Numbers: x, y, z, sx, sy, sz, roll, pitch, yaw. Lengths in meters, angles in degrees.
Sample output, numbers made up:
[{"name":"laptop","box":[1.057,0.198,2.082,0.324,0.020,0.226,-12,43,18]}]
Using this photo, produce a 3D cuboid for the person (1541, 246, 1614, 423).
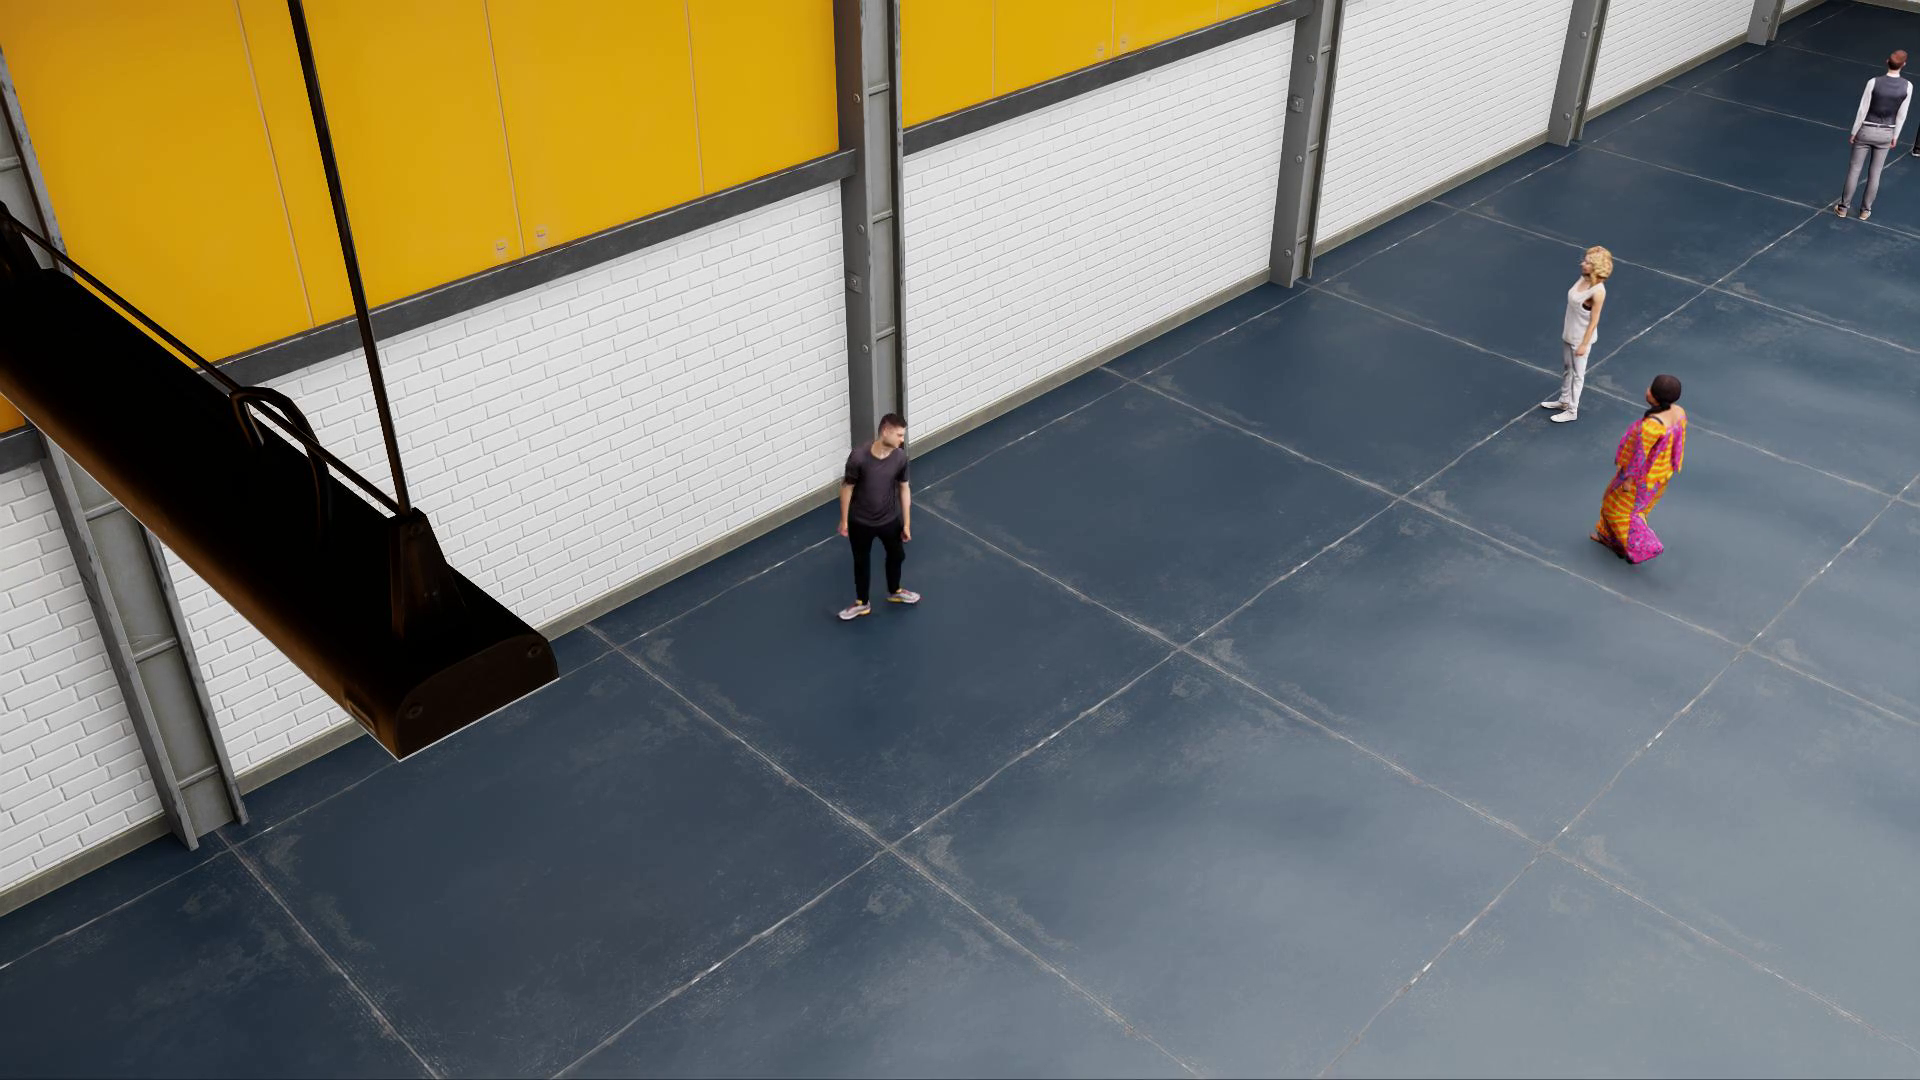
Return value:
[{"name":"person","box":[5.610,-1.864,15.015,0.738,1.671,0.683,-1,34,-1]}]

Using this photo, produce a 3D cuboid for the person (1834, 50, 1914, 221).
[{"name":"person","box":[10.411,-4.615,18.913,0.734,1.937,0.705,13,36,19]}]

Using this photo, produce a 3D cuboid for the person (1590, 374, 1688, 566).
[{"name":"person","box":[5.386,-0.552,13.028,0.834,1.685,0.744,-26,42,-34]}]

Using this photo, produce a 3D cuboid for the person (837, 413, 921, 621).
[{"name":"person","box":[-0.691,-0.169,12.407,0.771,1.734,0.930,1,34,2]}]
